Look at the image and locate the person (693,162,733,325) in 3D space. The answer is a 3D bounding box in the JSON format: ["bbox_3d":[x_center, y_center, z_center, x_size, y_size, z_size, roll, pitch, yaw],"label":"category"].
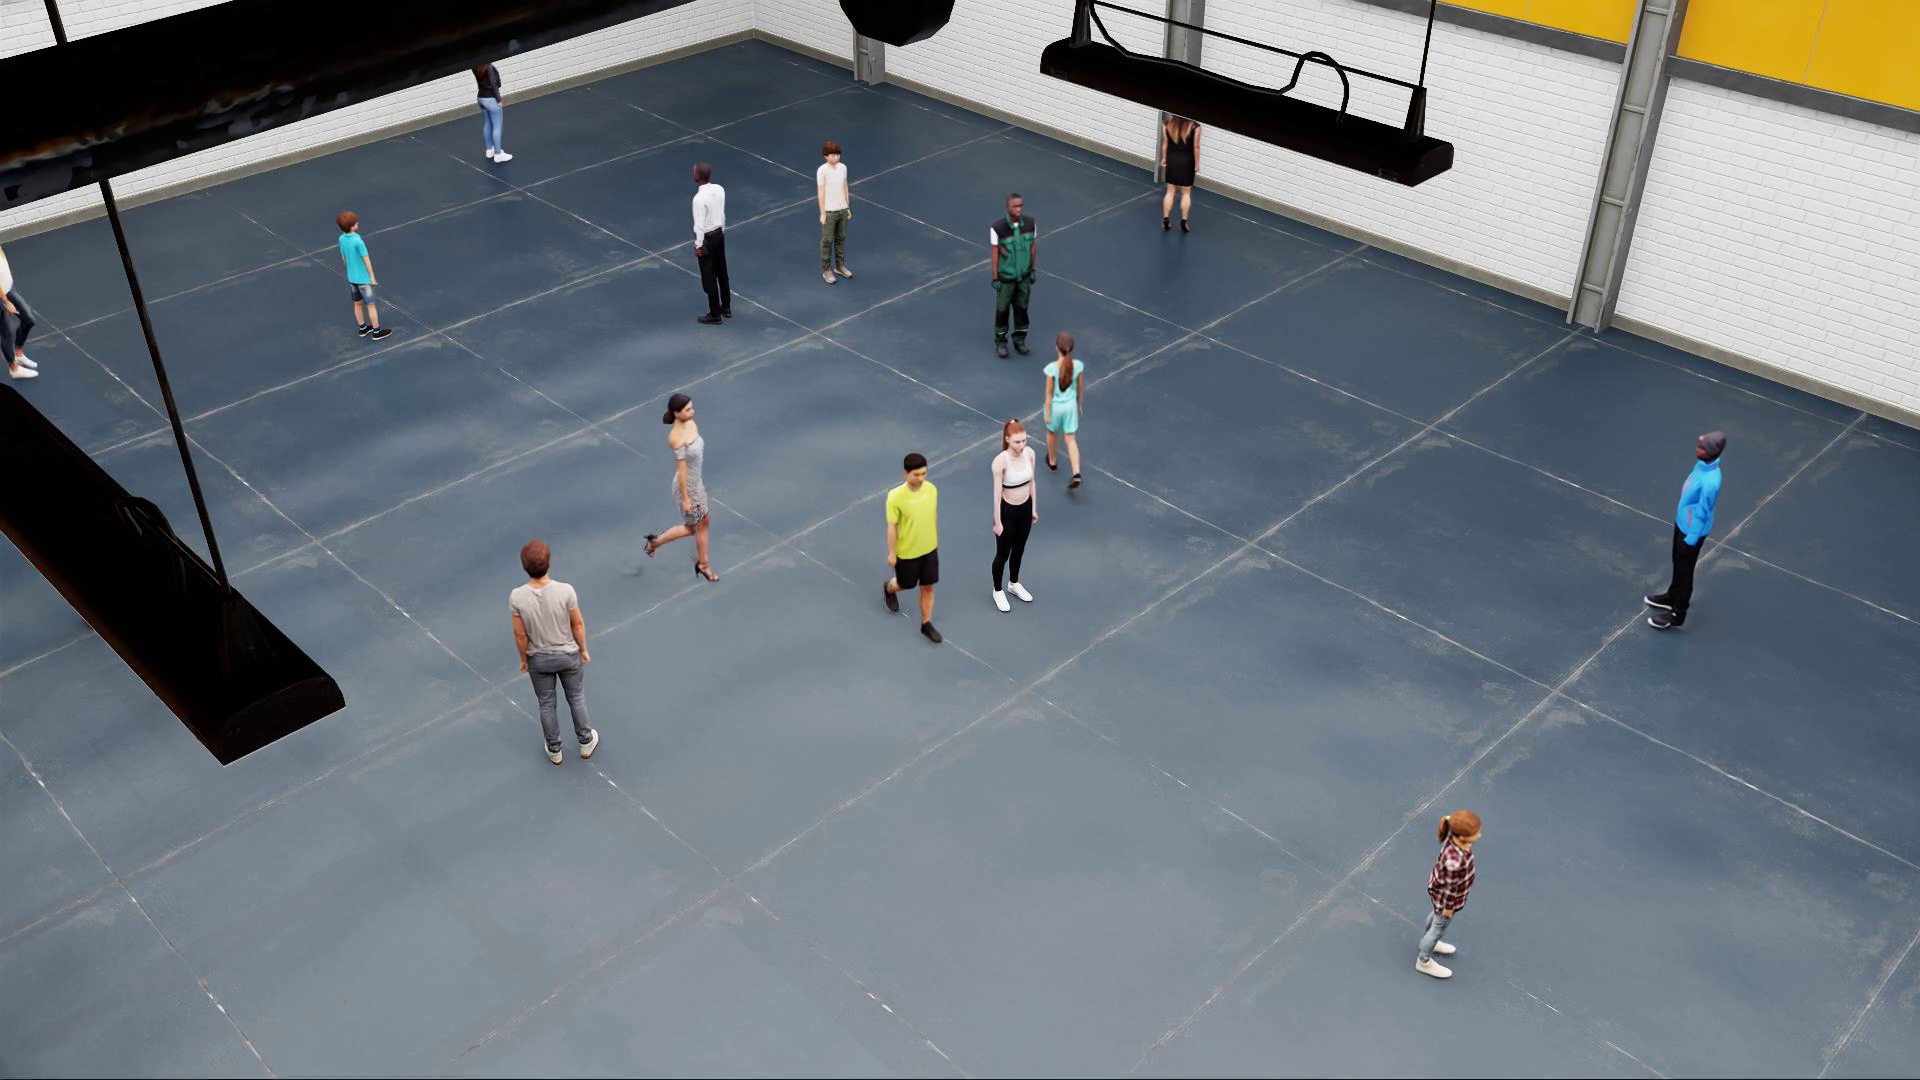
[{"bbox_3d":[-2.751,-3.280,18.342,0.633,1.836,0.701,17,37,23],"label":"person"}]

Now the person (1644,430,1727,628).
[{"bbox_3d":[5.997,-0.100,13.592,0.722,1.797,0.695,5,34,8],"label":"person"}]

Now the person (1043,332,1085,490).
[{"bbox_3d":[0.977,-1.194,15.473,0.871,1.538,1.076,-8,35,-12],"label":"person"}]

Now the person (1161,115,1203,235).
[{"bbox_3d":[2.716,-4.606,20.449,0.660,1.712,0.778,14,36,20],"label":"person"}]

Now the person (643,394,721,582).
[{"bbox_3d":[-2.380,-0.420,14.069,1.016,1.804,0.891,6,34,9],"label":"person"}]

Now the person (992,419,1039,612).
[{"bbox_3d":[0.442,-0.222,13.826,0.618,1.742,0.555,-22,39,-29],"label":"person"}]

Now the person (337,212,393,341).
[{"bbox_3d":[-6.543,-2.886,18.099,0.499,1.448,0.628,18,38,25],"label":"person"}]

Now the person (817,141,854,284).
[{"bbox_3d":[-1.472,-3.835,19.341,0.583,1.655,0.555,-23,40,-31],"label":"person"}]

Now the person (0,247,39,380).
[{"bbox_3d":[-10.022,-2.498,17.200,0.813,1.797,0.744,-2,34,-3],"label":"person"}]

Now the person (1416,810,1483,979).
[{"bbox_3d":[3.088,2.215,10.557,0.608,1.303,0.594,11,35,17],"label":"person"}]

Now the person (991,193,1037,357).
[{"bbox_3d":[0.563,-2.828,17.660,0.750,1.838,0.734,-14,36,-20],"label":"person"}]

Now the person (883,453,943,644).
[{"bbox_3d":[-0.408,0.008,13.530,0.798,1.687,1.050,-18,37,-25],"label":"person"}]

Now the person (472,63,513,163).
[{"bbox_3d":[-6.391,-5.977,22.586,0.472,1.630,0.670,29,43,36],"label":"person"}]

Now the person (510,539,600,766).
[{"bbox_3d":[-2.963,0.828,12.108,0.741,1.894,0.746,-7,34,-11],"label":"person"}]
